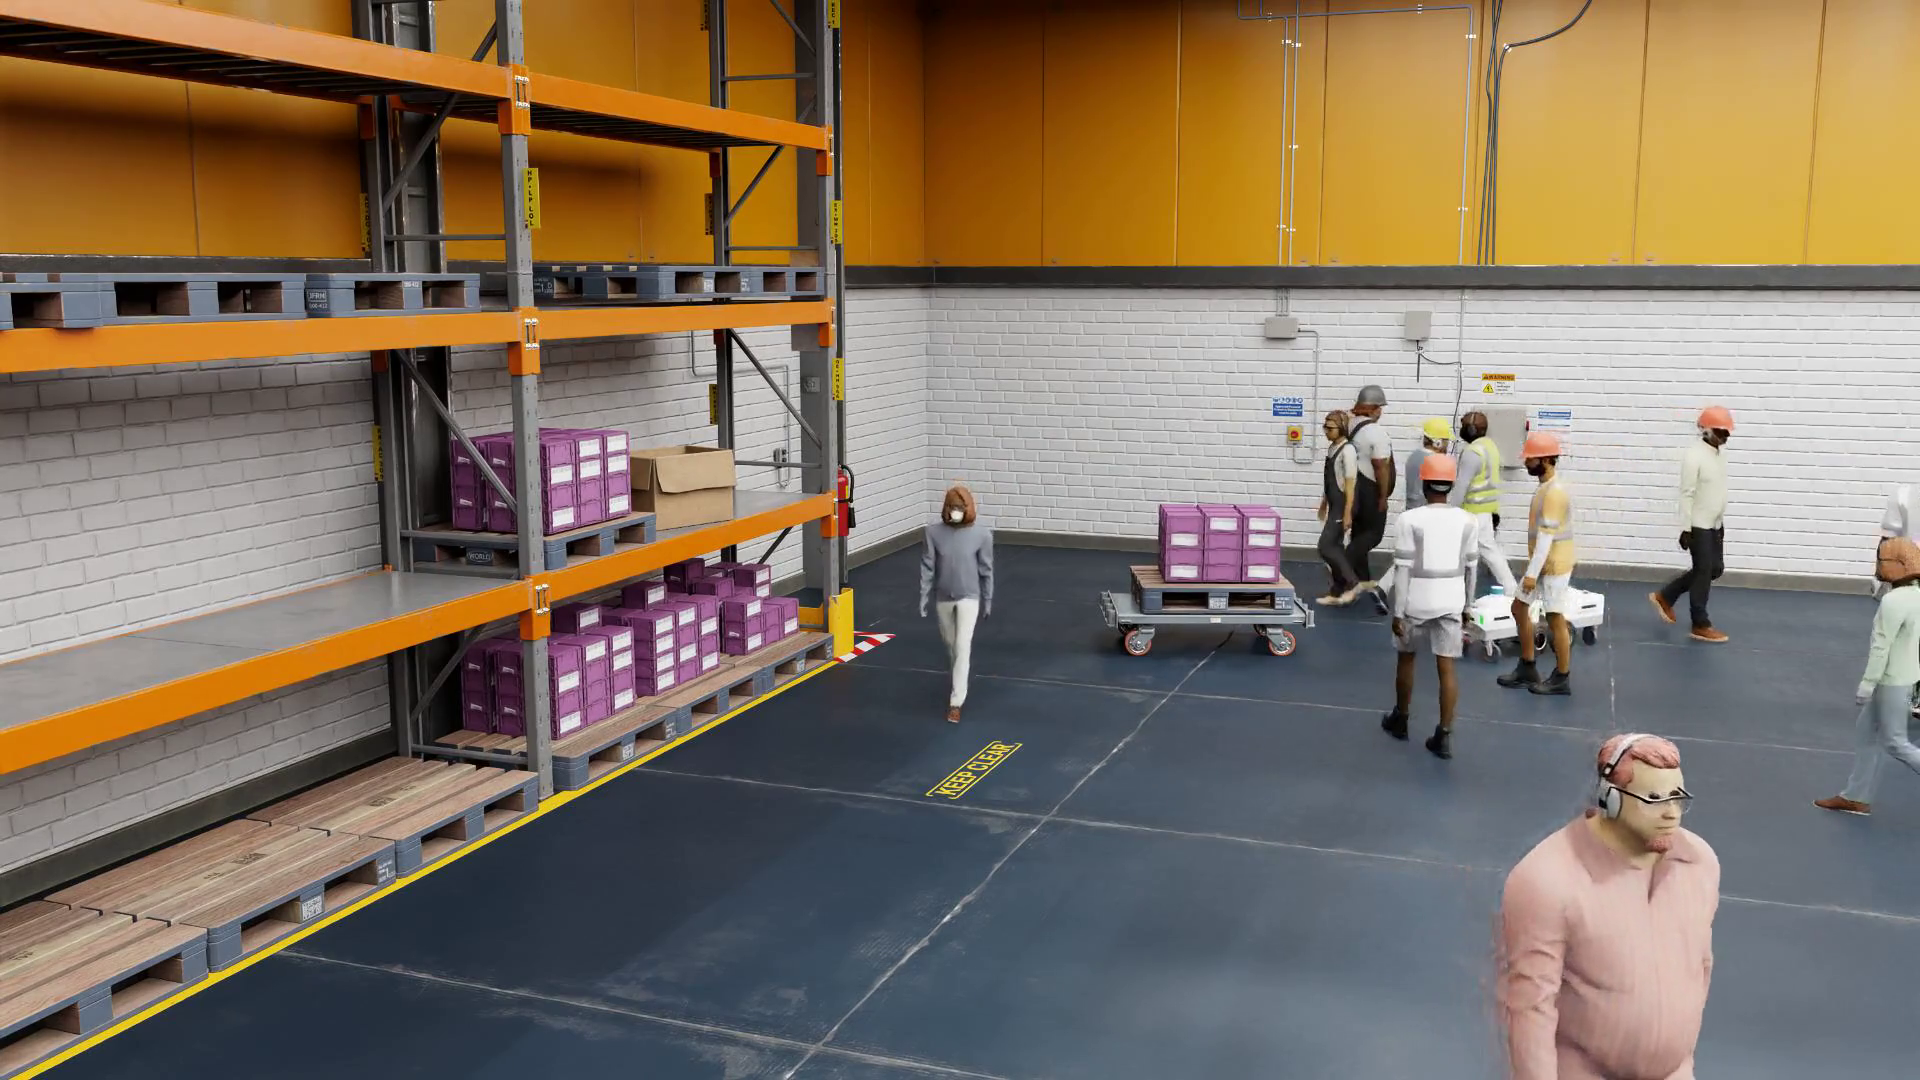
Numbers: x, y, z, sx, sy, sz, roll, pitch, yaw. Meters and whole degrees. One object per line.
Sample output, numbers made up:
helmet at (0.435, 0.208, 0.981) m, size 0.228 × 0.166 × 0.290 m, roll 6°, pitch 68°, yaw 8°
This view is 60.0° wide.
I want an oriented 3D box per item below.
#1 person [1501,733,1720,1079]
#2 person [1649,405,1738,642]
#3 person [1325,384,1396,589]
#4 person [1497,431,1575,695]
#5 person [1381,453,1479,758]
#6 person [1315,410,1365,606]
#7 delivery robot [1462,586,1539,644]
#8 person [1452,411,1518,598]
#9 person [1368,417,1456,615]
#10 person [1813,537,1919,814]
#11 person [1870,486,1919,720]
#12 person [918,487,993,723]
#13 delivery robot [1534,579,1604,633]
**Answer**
person at (1.742, 1.423, 4.351) m, size 0.673 × 1.851 × 0.981 m, roll -2°, pitch 9°, yaw -14°
person at (6.145, -0.154, 13.887) m, size 0.641 × 1.971 × 0.623 m, roll -8°, pitch 12°, yaw -41°
person at (3.788, -0.494, 15.817) m, size 0.758 × 2.000 × 0.690 m, roll -4°, pitch 10°, yaw -21°
person at (4.156, 0.178, 11.987) m, size 0.654 × 1.911 × 0.561 m, roll 1°, pitch 9°, yaw 9°
person at (3.004, 0.389, 10.692) m, size 0.564 × 1.903 × 0.837 m, roll 0°, pitch 9°, yaw -2°
person at (3.418, -0.278, 15.143) m, size 0.403 × 1.825 × 0.532 m, roll 0°, pitch 9°, yaw 2°
delivery robot at (4.268, 0.610, 13.243) m, size 0.707 × 0.478 × 0.477 m, roll -5°, pitch 10°, yaw -30°
person at (4.766, -0.275, 15.237) m, size 0.956 × 1.803 × 0.618 m, roll 5°, pitch 10°, yaw 28°
person at (4.069, -0.195, 14.701) m, size 0.801 × 1.799 × 0.608 m, roll -2°, pitch 9°, yaw -11°
person at (5.197, 0.786, 9.143) m, size 0.752 × 1.606 × 0.510 m, roll 7°, pitch 11°, yaw 37°
person at (6.583, 0.285, 11.346) m, size 0.615 × 1.903 × 0.922 m, roll 9°, pitch 12°, yaw 43°
person at (-0.008, 0.403, 11.590) m, size 0.495 × 1.592 × 0.873 m, roll 3°, pitch 9°, yaw 15°
delivery robot at (4.918, 0.557, 13.578) m, size 0.707 × 0.478 × 0.477 m, roll -5°, pitch 10°, yaw -30°
